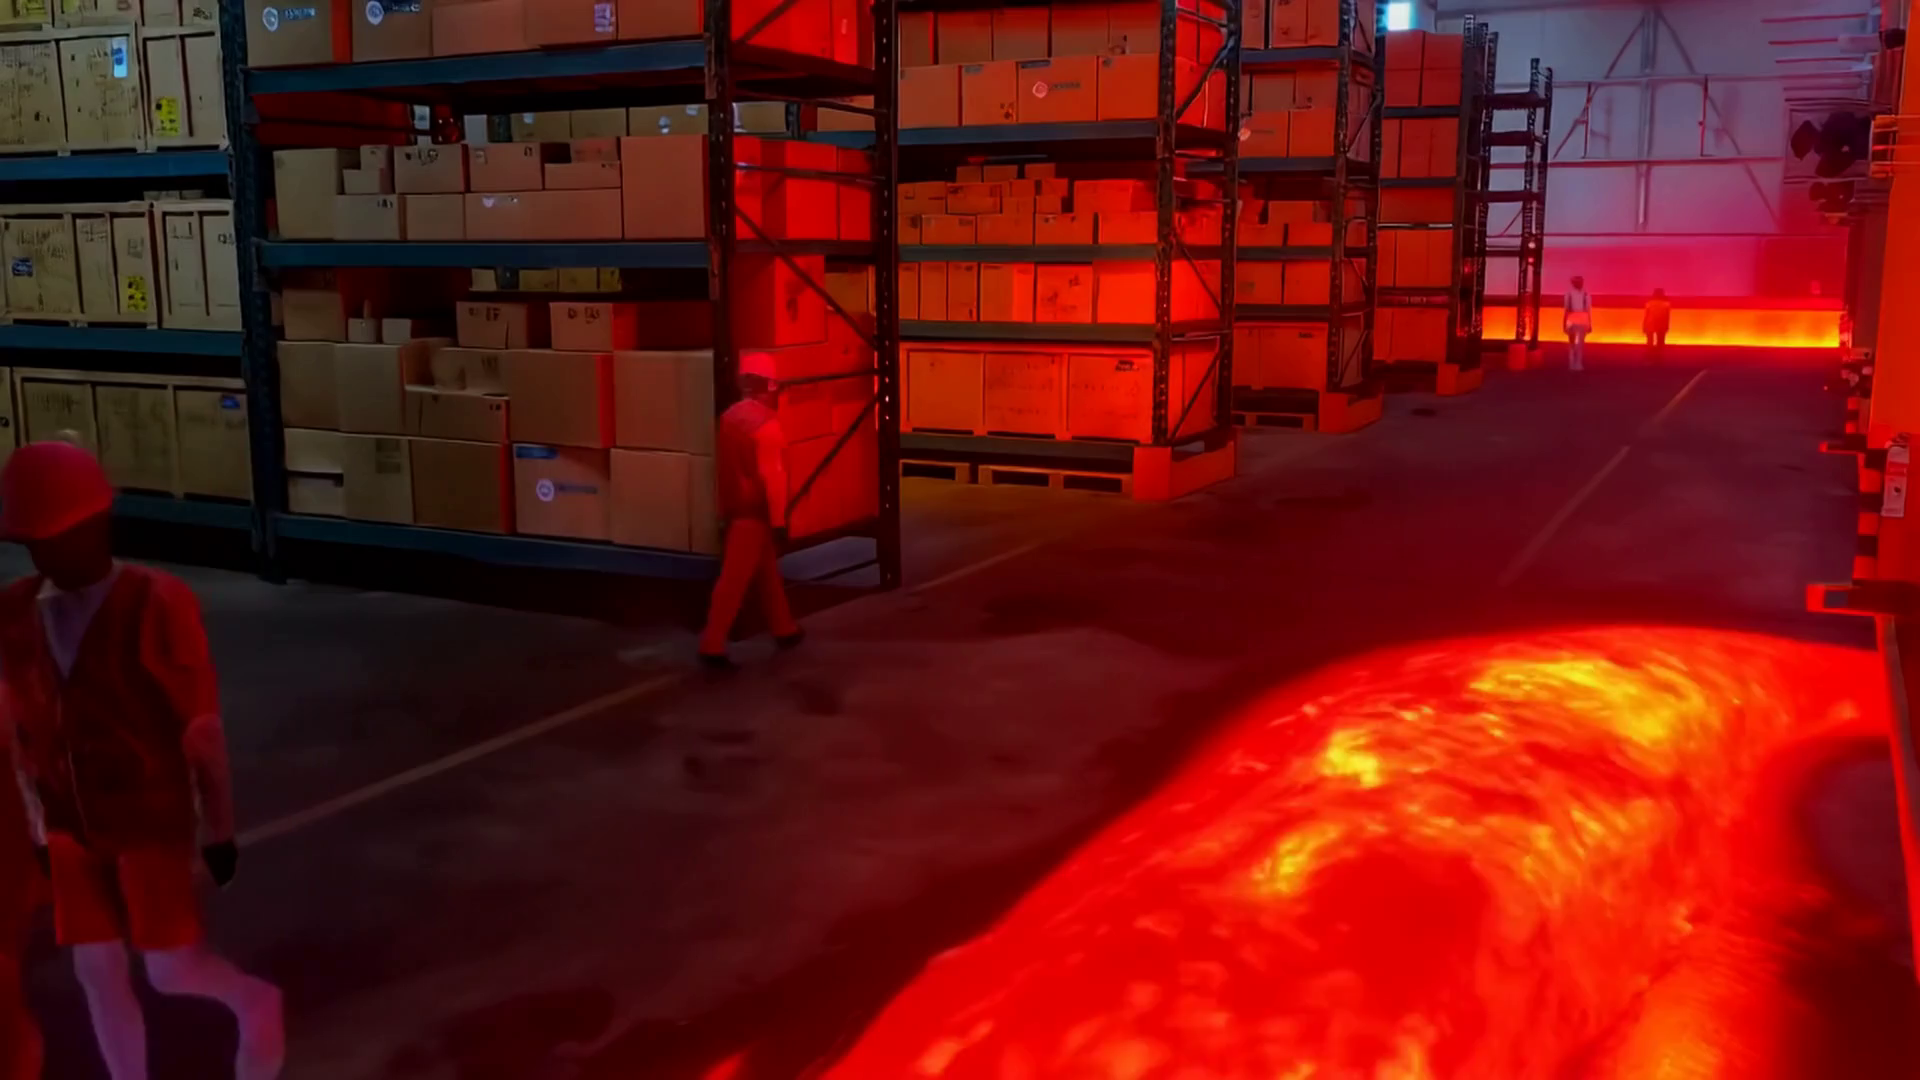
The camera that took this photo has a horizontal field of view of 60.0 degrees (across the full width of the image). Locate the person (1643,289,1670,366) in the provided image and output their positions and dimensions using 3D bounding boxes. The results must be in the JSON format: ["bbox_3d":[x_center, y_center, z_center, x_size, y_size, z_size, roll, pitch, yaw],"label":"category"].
[{"bbox_3d":[14.466,-4.421,34.556,0.542,1.583,0.877,8,13,39],"label":"person"}]

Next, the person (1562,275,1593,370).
[{"bbox_3d":[12.327,-4.342,33.263,0.554,1.903,0.916,4,11,22],"label":"person"}]

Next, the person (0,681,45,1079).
[{"bbox_3d":[-2.064,0.829,3.316,0.736,1.889,0.426,5,11,28],"label":"person"}]

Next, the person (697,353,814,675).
[{"bbox_3d":[-1.170,-0.163,9.447,0.881,1.769,0.646,-6,11,-29],"label":"person"}]

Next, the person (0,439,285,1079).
[{"bbox_3d":[-2.080,0.671,4.207,0.567,1.905,0.667,2,10,10],"label":"person"}]
